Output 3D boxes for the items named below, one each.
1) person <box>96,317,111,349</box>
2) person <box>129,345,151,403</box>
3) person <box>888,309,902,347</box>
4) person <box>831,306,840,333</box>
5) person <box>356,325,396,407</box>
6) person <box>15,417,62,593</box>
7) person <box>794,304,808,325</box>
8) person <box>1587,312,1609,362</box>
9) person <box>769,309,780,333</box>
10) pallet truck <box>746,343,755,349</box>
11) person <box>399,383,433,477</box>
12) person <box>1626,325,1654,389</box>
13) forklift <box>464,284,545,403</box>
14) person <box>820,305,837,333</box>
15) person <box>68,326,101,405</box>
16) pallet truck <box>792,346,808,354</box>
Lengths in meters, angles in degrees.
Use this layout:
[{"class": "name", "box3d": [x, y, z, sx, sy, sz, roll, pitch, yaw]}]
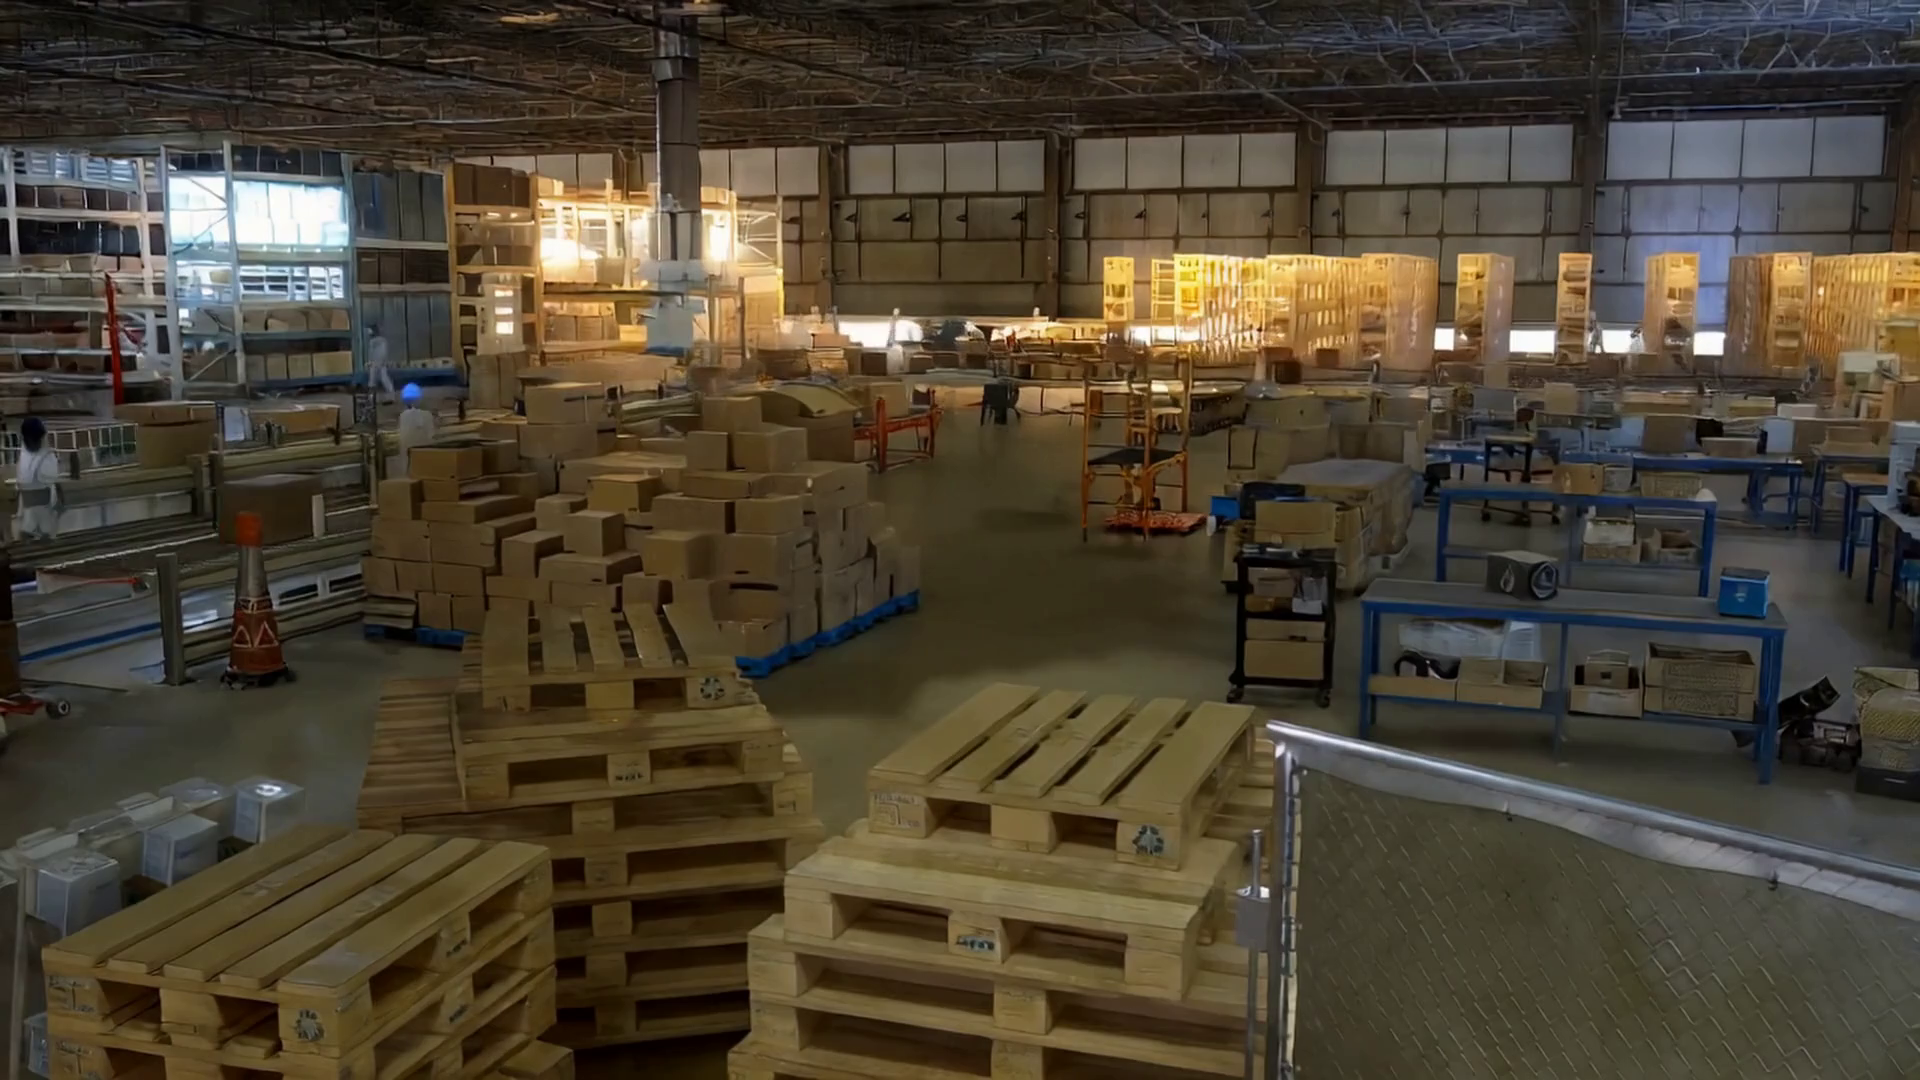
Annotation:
[{"class": "person", "box3d": [-25.328, -5.705, 49.258, 0.600, 1.807, 0.728, 4, 10, 23]}, {"class": "person", "box3d": [-16.726, -3.161, 33.903, 0.570, 1.616, 0.507, 3, 10, 19]}, {"class": "person", "box3d": [-2.178, -6.944, 56.788, 0.608, 1.889, 1.042, -6, 11, -35]}, {"class": "person", "box3d": [-5.123, -8.459, 66.551, 0.749, 1.816, 0.642, 0, 9, 0]}, {"class": "person", "box3d": [-13.496, -4.010, 38.397, 0.647, 1.885, 1.009, 7, 11, 37]}, {"class": "person", "box3d": [-8.793, -0.338, 15.918, 0.551, 1.685, 0.406, 4, 10, 24]}, {"class": "person", "box3d": [-6.260, -8.310, 65.296, 0.607, 1.912, 0.603, -4, 10, -26]}, {"class": "person", "box3d": [22.233, -7.070, 58.011, 0.890, 1.774, 0.593, 0, 9, -2]}, {"class": "person", "box3d": [-6.978, -7.775, 62.393, 0.526, 1.769, 0.330, 6, 11, 34]}, {"class": "pallet truck", "box3d": [-6.183, -4.618, 44.264, 1.601, 1.201, 0.680, -9, 12, -43]}, {"class": "person", "box3d": [-6.510, -1.003, 19.886, 0.549, 1.752, 0.366, 5, 10, 27]}, {"class": "person", "box3d": [16.777, -4.415, 41.165, 0.712, 1.810, 0.599, 6, 11, 32]}, {"class": "forklift", "box3d": [-10.832, -4.702, 39.610, 1.129, 2.768, 1.873, 3, 10, 20]}, {"class": "person", "box3d": [-4.692, -7.359, 59.201, 0.630, 1.952, 0.916, -1, 9, -9]}, {"class": "person", "box3d": [-20.589, -4.084, 38.962, 0.666, 1.854, 1.013, 4, 10, 21]}, {"class": "pallet truck", "box3d": [-3.705, -4.298, 42.022, 0.653, 1.274, 1.630, 3, 10, 20]}]
